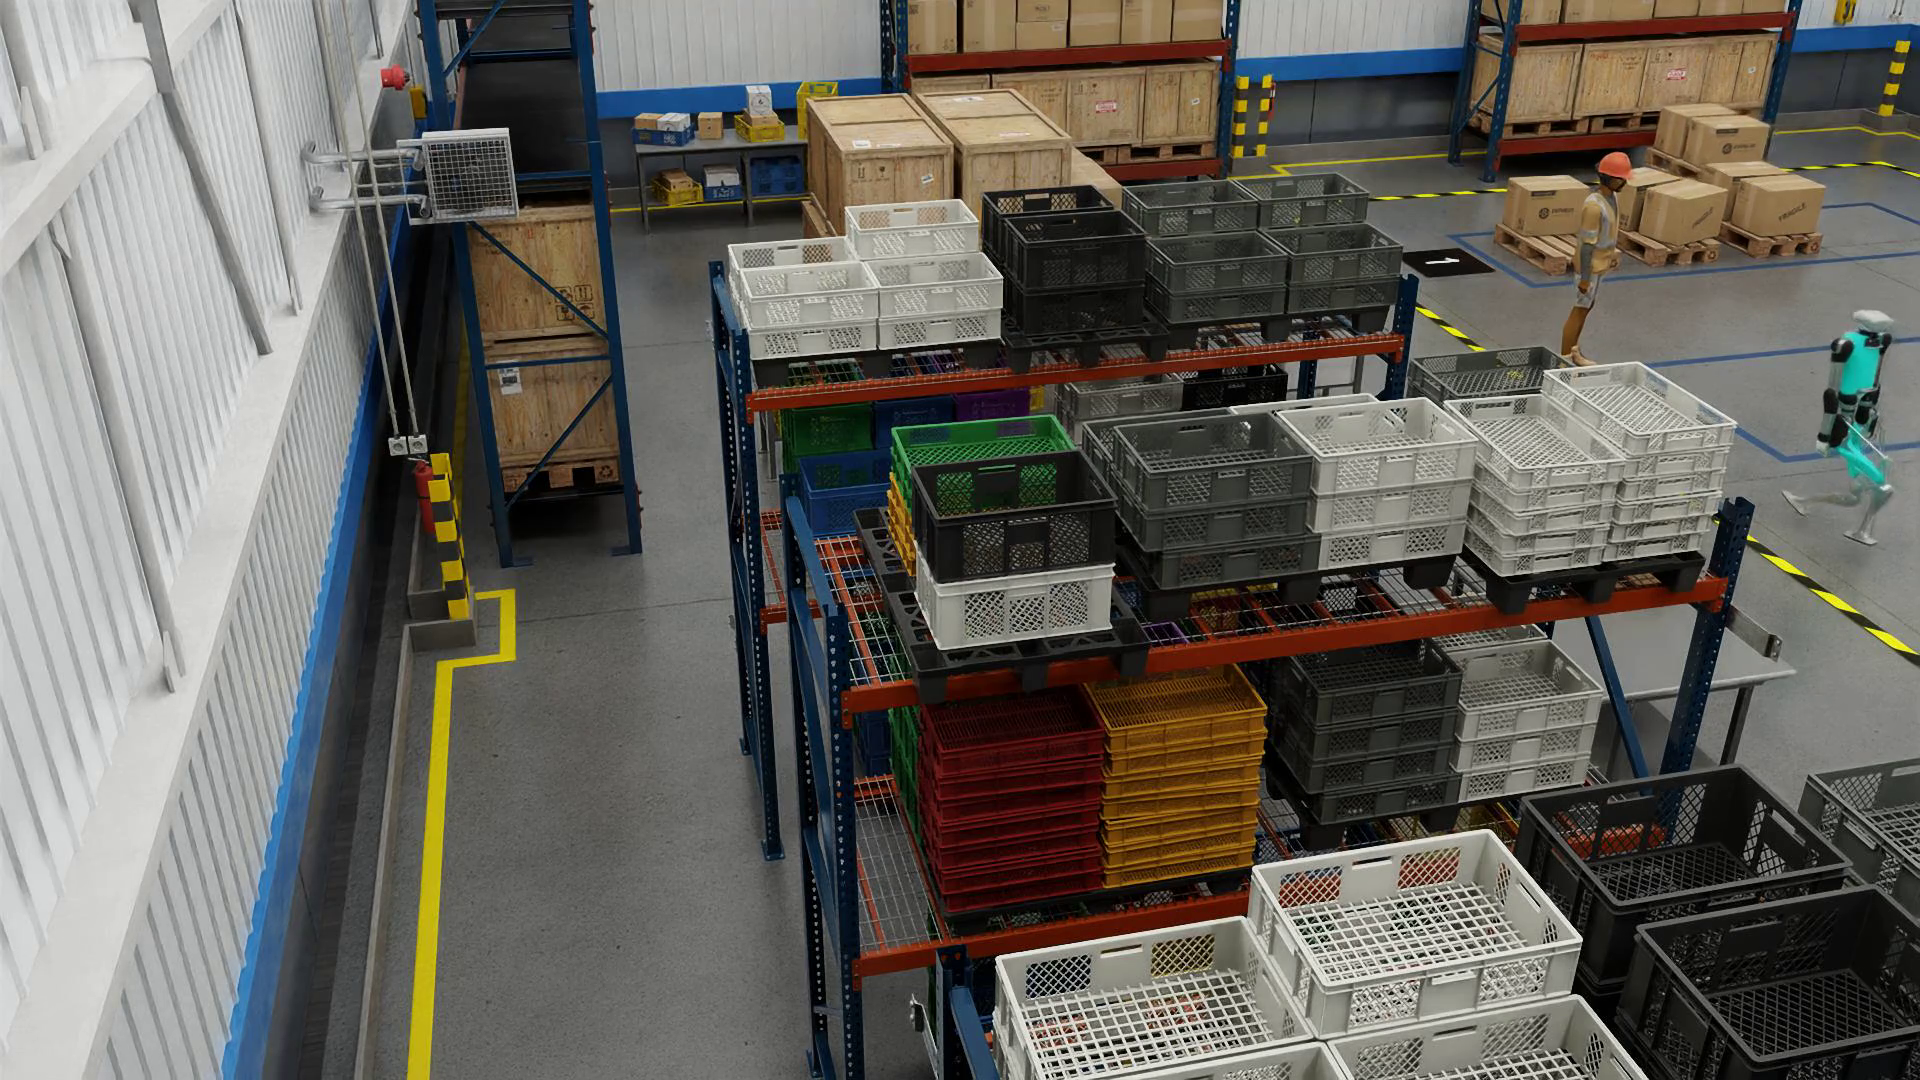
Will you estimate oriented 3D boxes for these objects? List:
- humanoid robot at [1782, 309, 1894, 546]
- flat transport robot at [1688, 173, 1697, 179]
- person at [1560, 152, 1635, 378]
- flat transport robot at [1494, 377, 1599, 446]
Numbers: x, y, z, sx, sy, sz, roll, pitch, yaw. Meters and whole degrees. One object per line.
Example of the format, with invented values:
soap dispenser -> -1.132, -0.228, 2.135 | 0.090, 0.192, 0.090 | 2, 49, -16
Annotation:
humanoid robot -> 6.489, -0.743, 11.911 | 0.546, 1.740, 1.049 | -14, 31, -24
flat transport robot -> 9.055, -4.352, 20.274 | 1.431, 0.197, 0.652 | -6, 28, -12
person -> 5.644, -2.432, 14.762 | 0.379, 2.039, 0.615 | 17, 32, 28
flat transport robot -> 4.780, -1.036, 14.013 | 0.659, 0.231, 1.431 | -6, 28, -12
